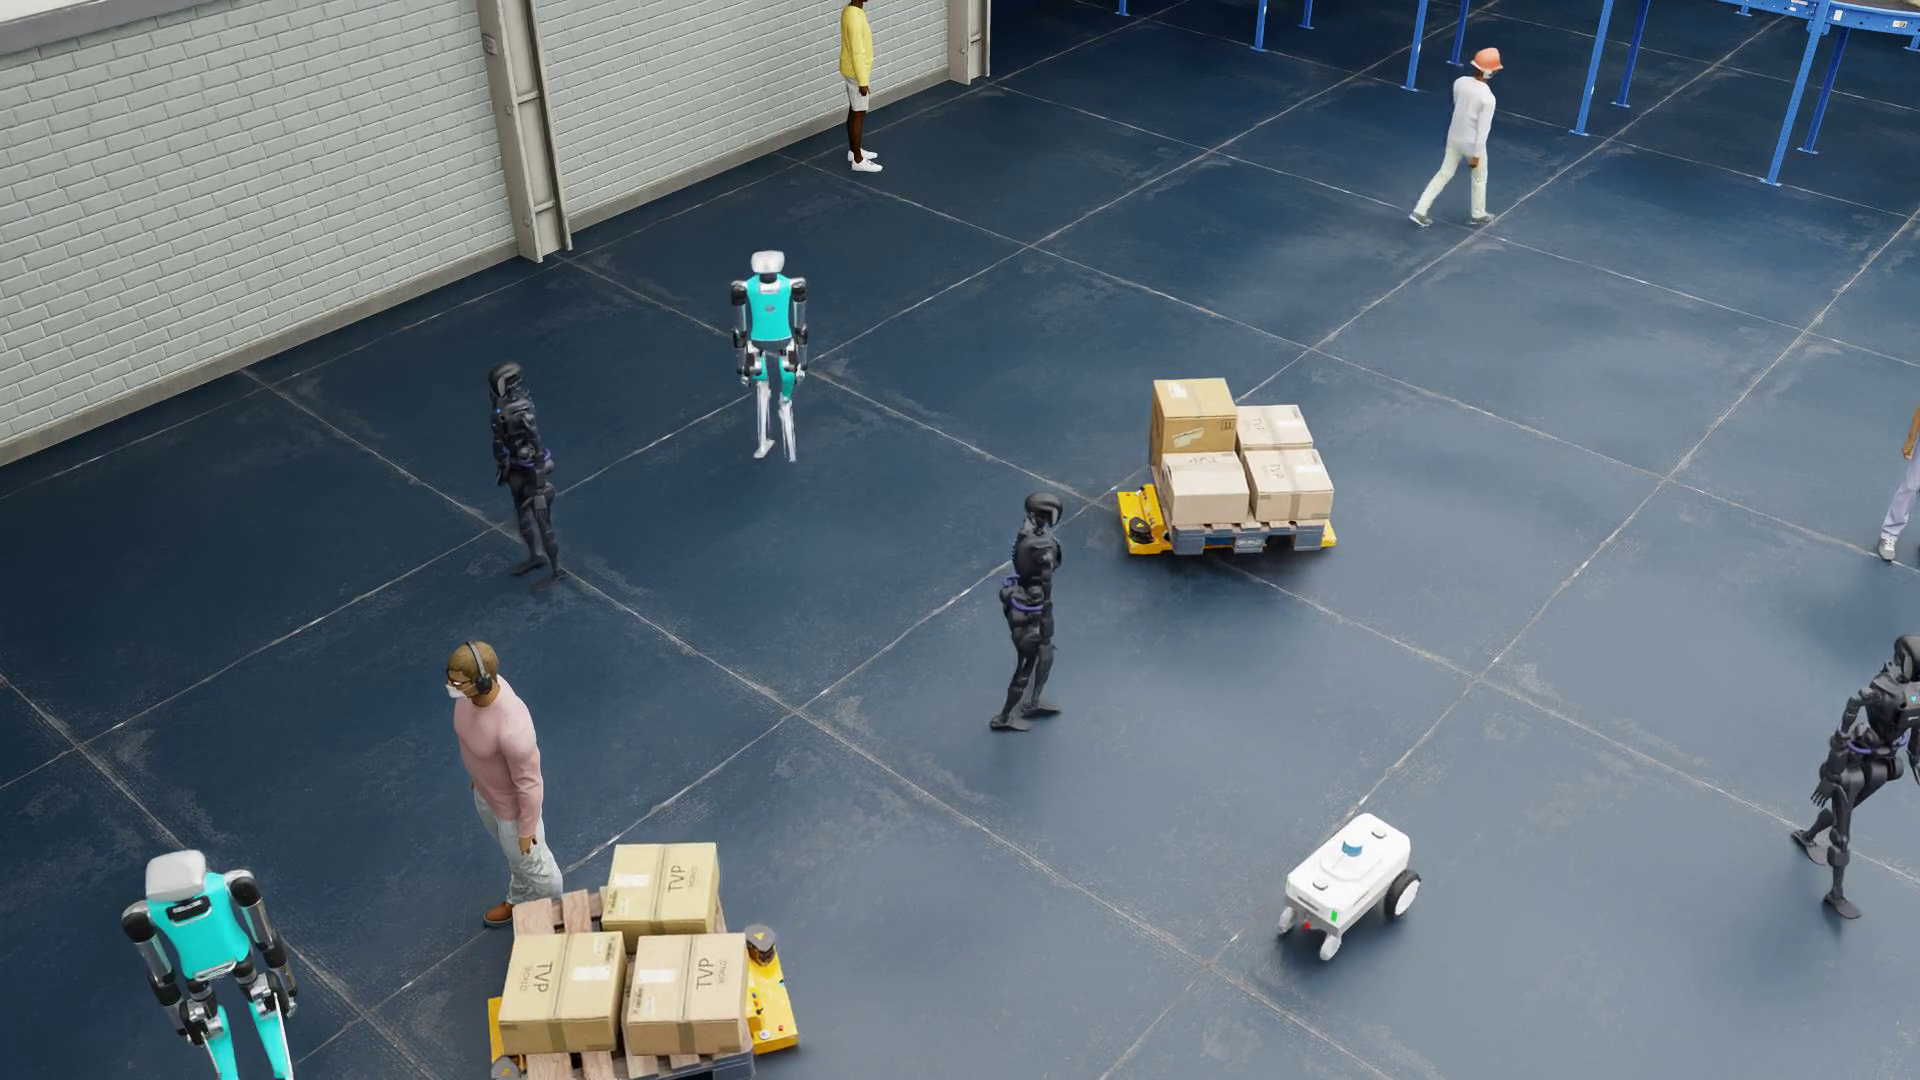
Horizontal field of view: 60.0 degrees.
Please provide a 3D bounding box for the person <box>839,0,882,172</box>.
[{"bbox_3d":[-1.003,-4.612,16.460,0.375,1.899,0.544,-5,36,-7],"label":"person"}]

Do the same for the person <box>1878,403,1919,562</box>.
[{"bbox_3d":[6.539,-0.653,10.959,0.557,1.837,0.393,14,38,19],"label":"person"}]

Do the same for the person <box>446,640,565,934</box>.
[{"bbox_3d":[-2.234,1.268,8.170,0.373,1.940,0.626,-25,42,-31],"label":"person"}]

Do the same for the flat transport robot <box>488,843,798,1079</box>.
[{"bbox_3d":[-1.565,2.316,8.135,1.431,0.231,0.659,-10,37,-13],"label":"flat transport robot"}]

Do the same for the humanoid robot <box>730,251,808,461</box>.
[{"bbox_3d":[-1.362,-1.319,12.005,0.540,1.824,0.724,-5,36,-7],"label":"humanoid robot"}]

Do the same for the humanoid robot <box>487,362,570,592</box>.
[{"bbox_3d":[-2.819,-0.417,10.749,0.326,1.656,0.584,-30,45,-35],"label":"humanoid robot"}]

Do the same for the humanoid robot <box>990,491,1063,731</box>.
[{"bbox_3d":[0.409,0.427,9.578,0.453,1.642,0.610,-9,36,-12],"label":"humanoid robot"}]

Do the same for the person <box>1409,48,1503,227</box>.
[{"bbox_3d":[4.654,-3.693,15.322,0.857,1.719,0.555,-16,38,-21],"label":"person"}]

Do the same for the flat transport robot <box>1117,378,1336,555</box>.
[{"bbox_3d":[1.855,-0.181,11.642,1.431,0.231,0.659,-2,36,-3],"label":"flat transport robot"}]

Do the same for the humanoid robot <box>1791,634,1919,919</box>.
[{"bbox_3d":[4.730,1.175,8.544,0.601,1.636,0.708,-9,36,-12],"label":"humanoid robot"}]

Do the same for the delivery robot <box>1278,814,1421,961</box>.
[{"bbox_3d":[2.007,1.767,8.652,0.765,0.585,0.499,-29,45,-34],"label":"delivery robot"}]

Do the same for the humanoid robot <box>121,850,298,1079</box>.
[{"bbox_3d":[-3.092,2.155,7.143,0.554,1.853,0.676,-15,38,-21],"label":"humanoid robot"}]
